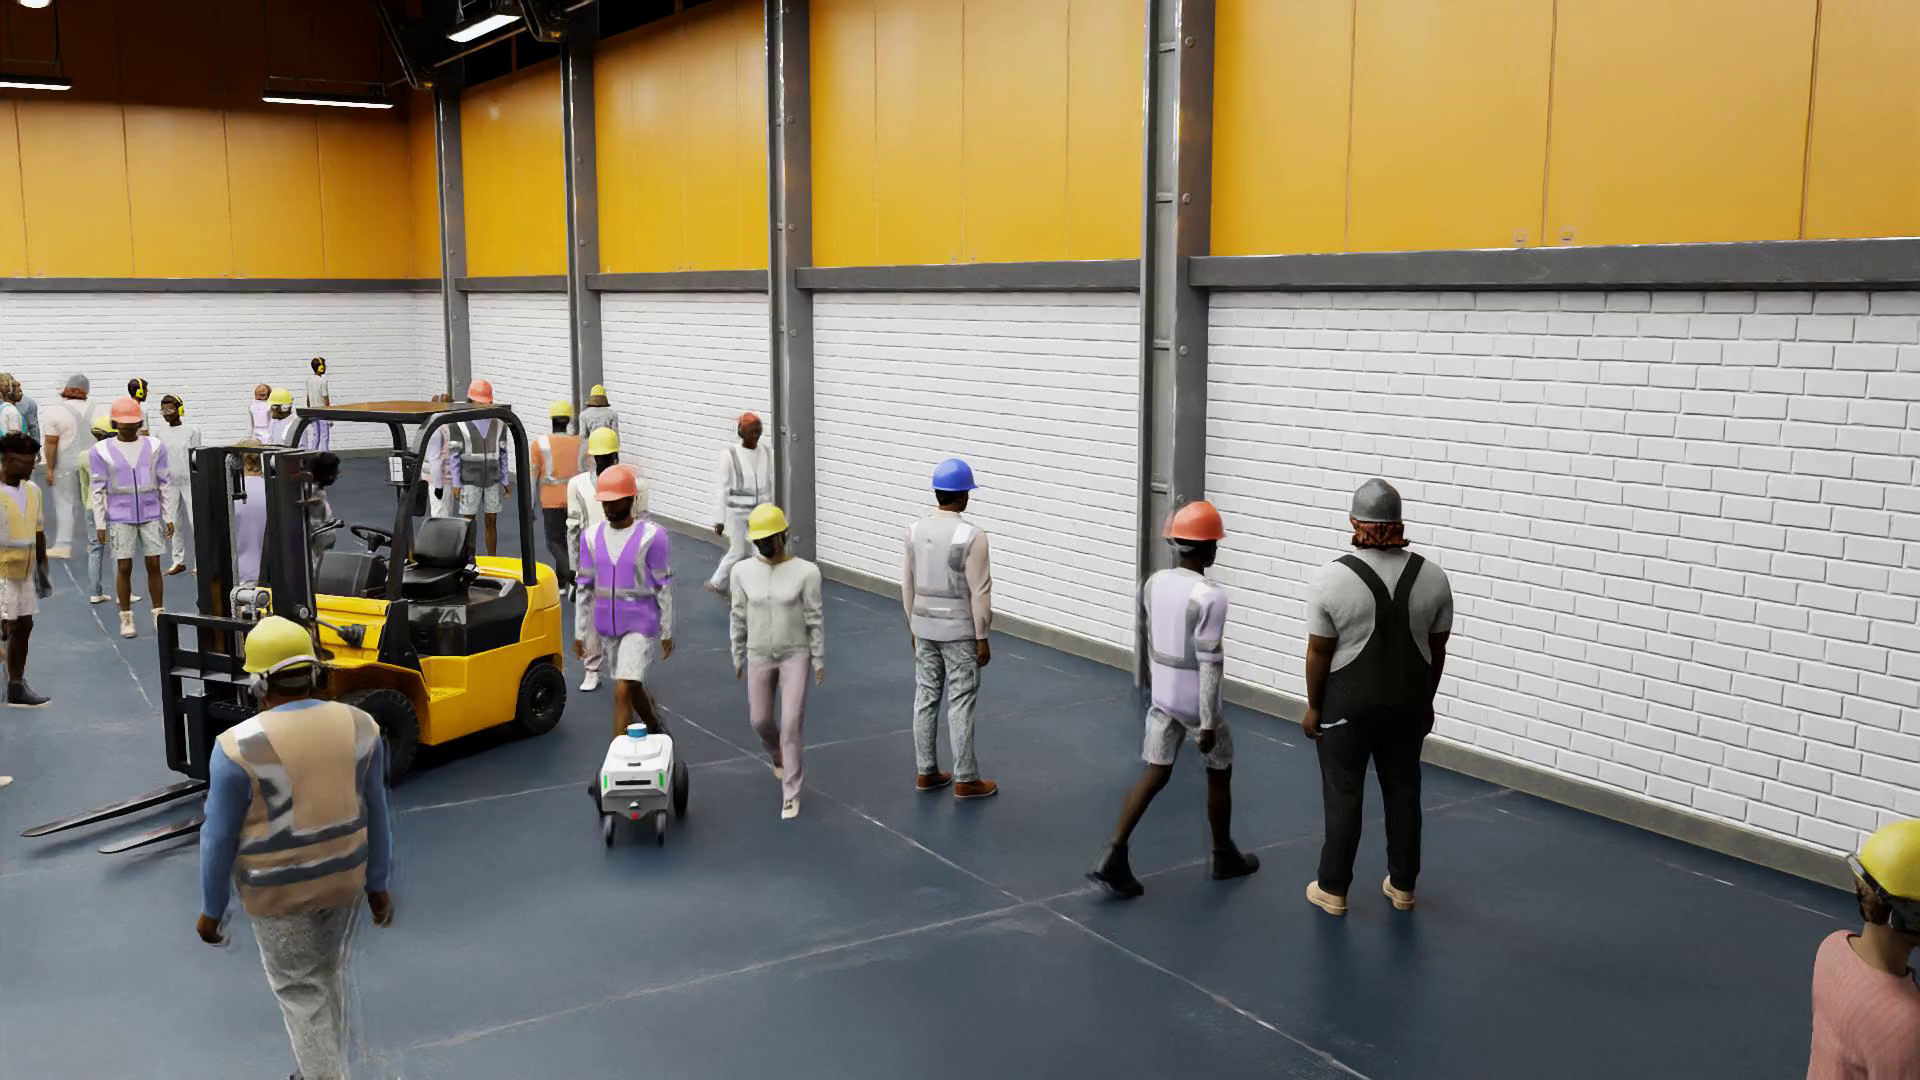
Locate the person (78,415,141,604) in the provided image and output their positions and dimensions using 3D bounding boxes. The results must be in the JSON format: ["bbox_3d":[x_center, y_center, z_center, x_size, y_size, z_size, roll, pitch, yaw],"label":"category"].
[{"bbox_3d":[-7.887,-0.276,15.420,0.518,1.759,0.330,1,9,9],"label":"person"}]

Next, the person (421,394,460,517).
[{"bbox_3d":[-5.421,-0.614,17.446,0.430,1.839,0.634,-1,9,-9],"label":"person"}]

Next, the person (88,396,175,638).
[{"bbox_3d":[-6.912,-0.187,13.920,0.611,2.030,0.410,-6,11,-37],"label":"person"}]

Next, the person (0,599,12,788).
[{"bbox_3d":[-5.796,0.590,9.604,0.522,1.760,0.374,0,8,0],"label":"person"}]

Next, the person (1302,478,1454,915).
[{"bbox_3d":[1.893,0.719,7.754,0.683,2.000,0.538,-1,9,-9],"label":"person"}]

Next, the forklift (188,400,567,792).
[{"bbox_3d":[-3.529,0.258,10.348,1.214,2.155,2.313,4,9,25],"label":"forklift"}]

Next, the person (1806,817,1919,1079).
[{"bbox_3d":[2.026,1.465,3.691,0.345,1.758,0.532,2,9,11],"label":"person"}]

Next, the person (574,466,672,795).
[{"bbox_3d":[-1.972,0.486,9.863,0.555,1.891,0.994,3,9,17],"label":"person"}]

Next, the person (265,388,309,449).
[{"bbox_3d":[-7.519,-0.778,18.551,0.602,1.828,0.404,6,10,34],"label":"person"}]

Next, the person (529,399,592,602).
[{"bbox_3d":[-3.701,-0.366,15.579,0.598,1.890,0.837,-7,11,-39],"label":"person"}]

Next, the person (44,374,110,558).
[{"bbox_3d":[-9.742,-0.839,18.258,0.554,2.000,0.825,7,11,41],"label":"person"}]

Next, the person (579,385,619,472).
[{"bbox_3d":[-4.526,-1.079,20.896,0.494,1.737,0.314,-2,9,-14],"label":"person"}]

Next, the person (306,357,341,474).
[{"bbox_3d":[-10.142,-1.962,26.399,0.515,1.872,0.328,5,10,30],"label":"person"}]

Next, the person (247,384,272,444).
[{"bbox_3d":[-9.584,-1.332,22.961,0.512,1.633,0.313,2,9,11],"label":"person"}]

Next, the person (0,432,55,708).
[{"bbox_3d":[-6.618,0.218,11.482,0.606,1.937,0.628,1,8,6],"label":"person"}]

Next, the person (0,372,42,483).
[{"bbox_3d":[-11.529,-1.072,20.224,0.635,1.928,0.382,-6,10,-34],"label":"person"}]

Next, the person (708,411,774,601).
[{"bbox_3d":[-1.971,-0.254,15.007,0.629,1.850,0.860,-7,11,-38],"label":"person"}]

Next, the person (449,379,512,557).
[{"bbox_3d":[-4.782,-0.595,16.640,0.605,2.033,0.395,-6,10,-36],"label":"person"}]

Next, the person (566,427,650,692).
[{"bbox_3d":[-2.537,0.143,12.020,0.593,1.924,0.381,-1,8,-6],"label":"person"}]

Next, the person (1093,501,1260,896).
[{"bbox_3d":[1.040,0.759,7.978,0.949,1.903,0.556,-6,10,-35],"label":"person"}]

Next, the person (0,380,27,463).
[{"bbox_3d":[-11.376,-1.001,20.006,0.505,1.847,0.349,8,12,44],"label":"person"}]

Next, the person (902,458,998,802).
[{"bbox_3d":[-0.061,0.508,9.489,0.605,1.948,0.403,7,11,40],"label":"person"}]

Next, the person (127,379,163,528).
[{"bbox_3d":[-9.926,-1.020,20.116,0.524,1.857,0.341,5,10,30],"label":"person"}]

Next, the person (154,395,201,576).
[{"bbox_3d":[-7.954,-0.555,16.967,0.512,1.861,0.325,1,8,4],"label":"person"}]

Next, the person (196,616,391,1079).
[{"bbox_3d":[-2.284,1.156,5.636,0.729,1.801,0.593,6,10,34],"label":"person"}]

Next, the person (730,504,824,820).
[{"bbox_3d":[-1.009,0.641,9.315,0.536,1.746,0.621,1,8,4],"label":"person"}]

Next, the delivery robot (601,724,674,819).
[{"bbox_3d":[-1.731,1.235,8.949,0.477,0.478,0.707,-1,8,-7],"label":"delivery robot"}]
